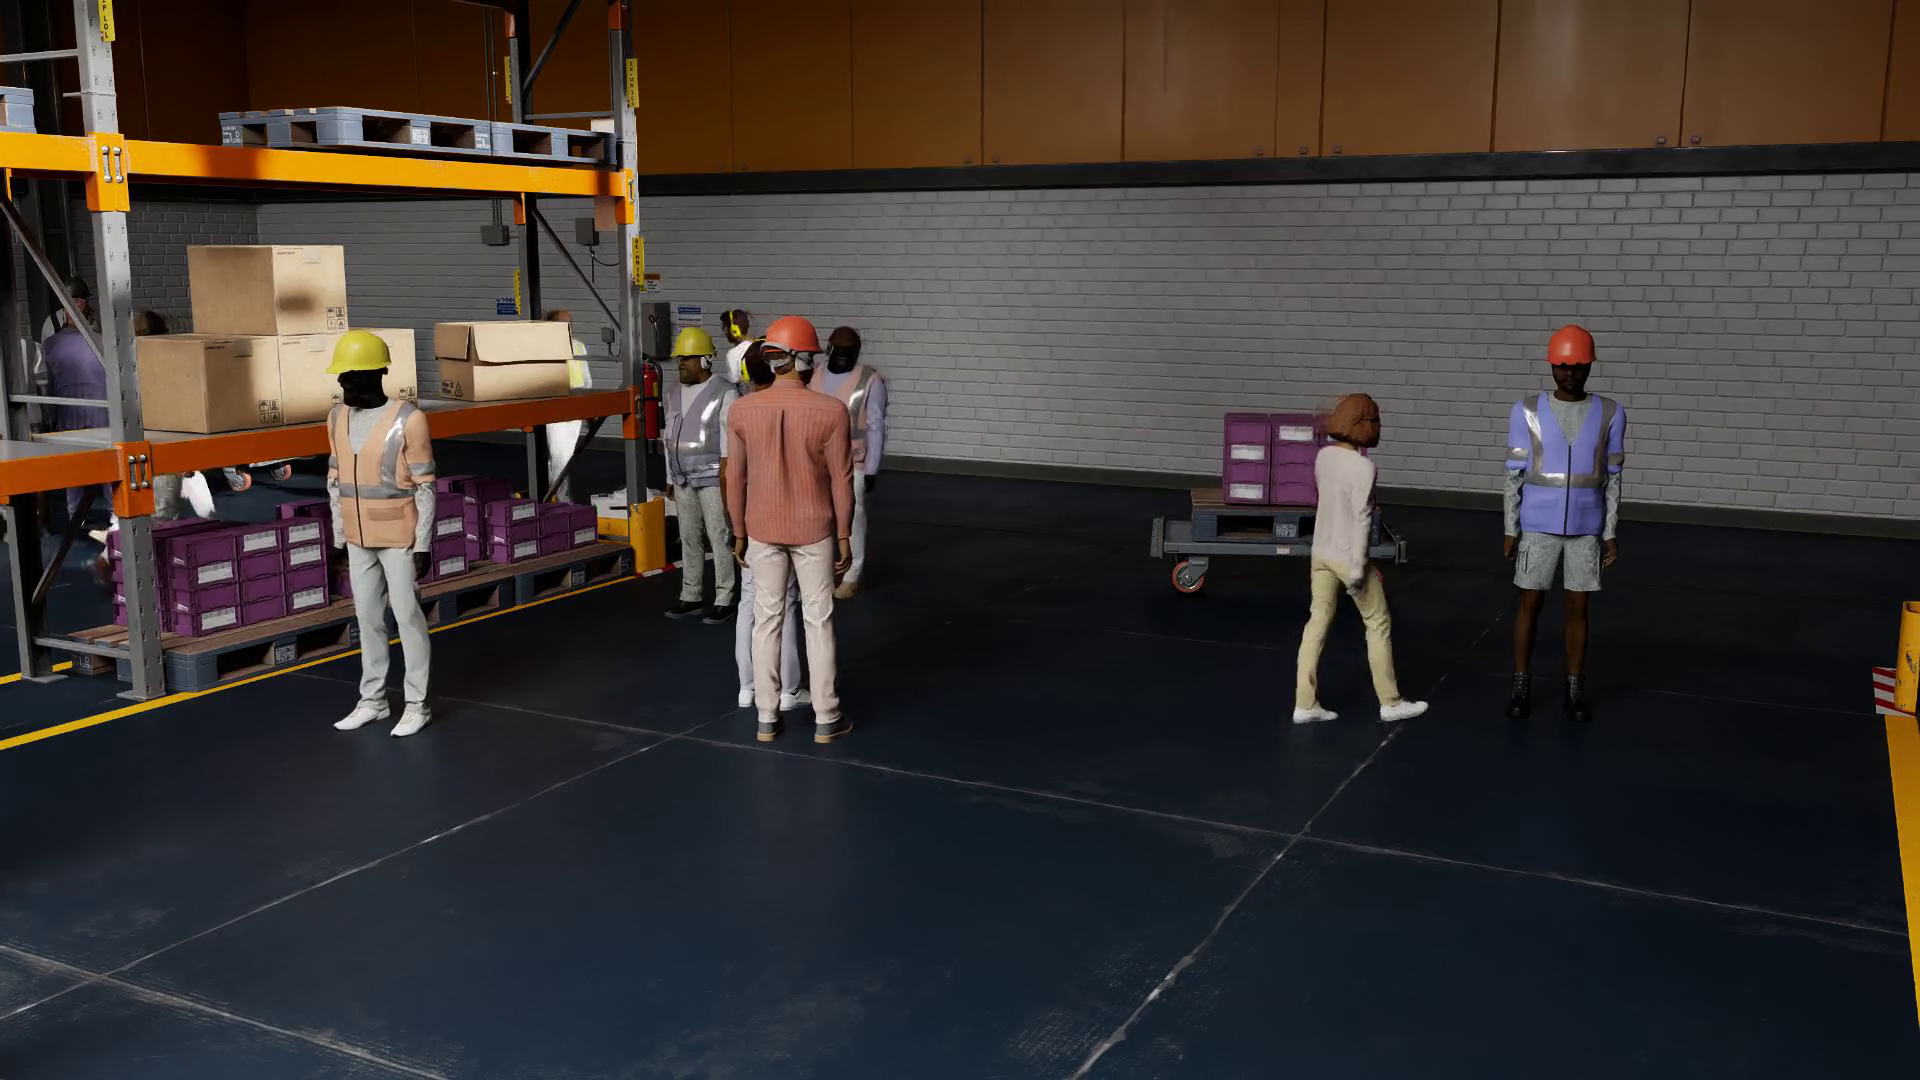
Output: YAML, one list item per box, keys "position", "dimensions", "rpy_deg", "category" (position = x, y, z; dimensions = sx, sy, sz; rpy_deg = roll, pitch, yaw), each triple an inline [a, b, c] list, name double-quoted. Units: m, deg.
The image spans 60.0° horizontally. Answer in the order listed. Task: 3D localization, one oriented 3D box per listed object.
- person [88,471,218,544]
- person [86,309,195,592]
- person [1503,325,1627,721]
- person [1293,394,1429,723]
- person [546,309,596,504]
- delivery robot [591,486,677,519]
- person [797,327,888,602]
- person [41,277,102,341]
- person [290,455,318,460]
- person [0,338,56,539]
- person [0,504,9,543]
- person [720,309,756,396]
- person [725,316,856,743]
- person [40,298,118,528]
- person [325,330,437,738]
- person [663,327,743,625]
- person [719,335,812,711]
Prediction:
- position: [-6.227, -0.818, 12.833]
  dimensions: [0.967, 1.785, 0.650]
  rpy_deg: [-9, 13, -43]
  category: "person"
- position: [-5.448, -0.582, 11.136]
  dimensions: [0.848, 1.912, 0.632]
  rpy_deg: [-9, 14, -44]
  category: "person"
- position: [2.933, -0.075, 8.104]
  dimensions: [0.552, 1.936, 0.358]
  rpy_deg: [2, 10, 13]
  category: "person"
- position: [1.951, 0.099, 8.058]
  dimensions: [0.729, 1.610, 0.508]
  rpy_deg: [-4, 11, -22]
  category: "person"
- position: [-3.532, -1.101, 14.458]
  dimensions: [0.810, 1.812, 0.629]
  rpy_deg: [7, 12, 35]
  category: "person"
- position: [-2.489, -0.247, 12.833]
  dimensions: [0.707, 0.478, 0.477]
  rpy_deg: [-2, 10, -13]
  category: "delivery robot"
- position: [-0.832, -0.471, 10.793]
  dimensions: [0.659, 1.803, 0.737]
  rpy_deg: [4, 11, 23]
  category: "person"
- position: [-8.894, -1.647, 16.911]
  dimensions: [0.684, 2.000, 0.538]
  rpy_deg: [3, 10, 16]
  category: "person"
- position: [-7.362, -1.831, 18.433]
  dimensions: [0.355, 1.883, 0.575]
  rpy_deg: [-4, 10, -20]
  category: "person"
- position: [-7.551, -0.966, 13.263]
  dimensions: [0.542, 1.939, 0.368]
  rpy_deg: [-7, 12, -35]
  category: "person"
- position: [-7.372, -0.799, 12.493]
  dimensions: [0.539, 1.867, 0.583]
  rpy_deg: [-9, 14, -44]
  category: "person"
- position: [-1.738, -1.027, 13.955]
  dimensions: [0.886, 1.830, 0.546]
  rpy_deg: [6, 11, 31]
  category: "person"
- position: [-0.781, -0.042, 7.760]
  dimensions: [0.612, 1.991, 0.392]
  rpy_deg: [2, 10, 11]
  category: "person"
- position: [-7.264, -1.051, 13.848]
  dimensions: [0.641, 1.908, 0.407]
  rpy_deg: [-3, 10, -19]
  category: "person"
- position: [-2.739, -0.024, 7.850]
  dimensions: [0.590, 1.923, 0.384]
  rpy_deg: [4, 11, 23]
  category: "person"
- position: [-1.603, -0.394, 10.258]
  dimensions: [0.597, 1.831, 0.403]
  rpy_deg: [7, 12, 34]
  category: "person"
- position: [-0.951, -0.080, 8.321]
  dimensions: [0.526, 1.876, 0.324]
  rpy_deg: [4, 10, 20]
  category: "person"
